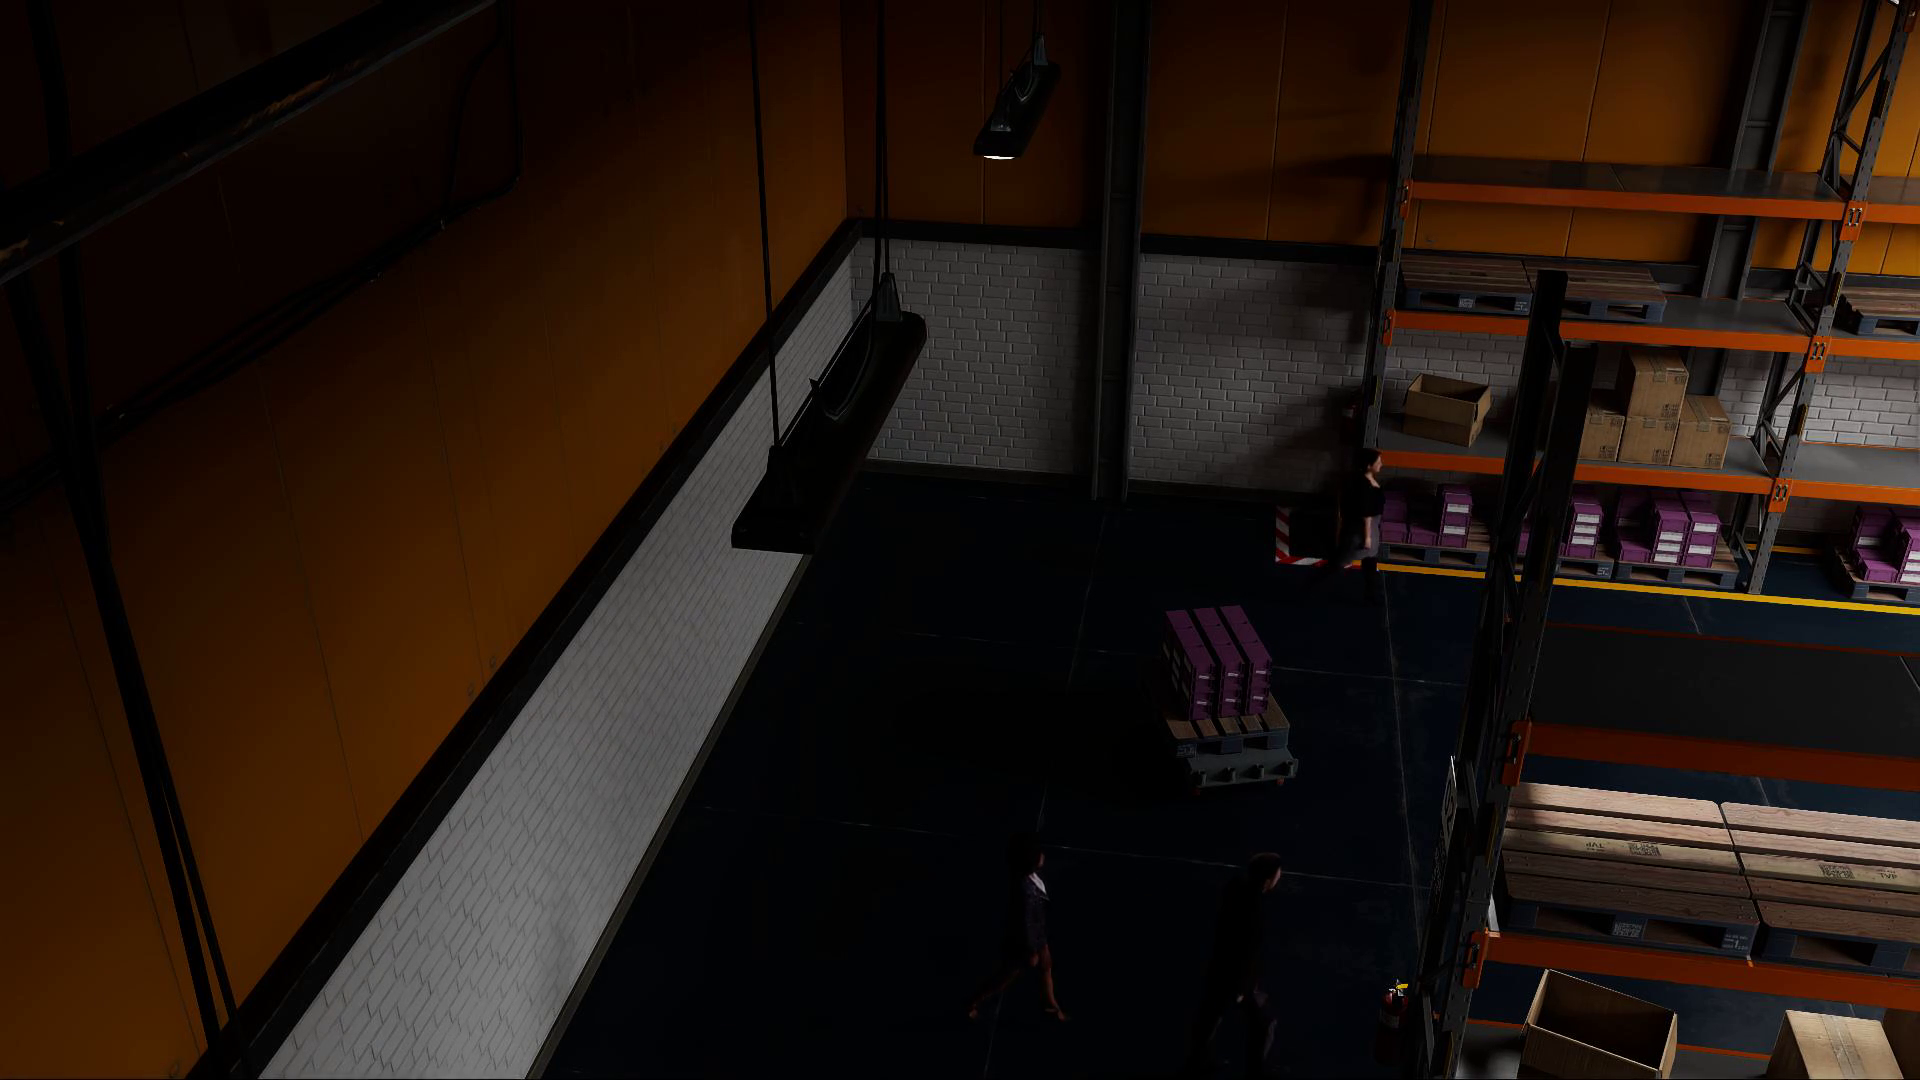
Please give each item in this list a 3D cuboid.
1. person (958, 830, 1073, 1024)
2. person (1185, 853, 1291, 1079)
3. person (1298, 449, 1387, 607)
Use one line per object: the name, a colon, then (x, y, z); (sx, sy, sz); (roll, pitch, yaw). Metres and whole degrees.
person: (0.338, 2.696, 11.325); (1.061, 1.664, 0.709); (2, 29, 4)
person: (1.713, 2.835, 10.849); (1.044, 1.877, 0.939); (-11, 30, -19)
person: (3.823, -0.081, 16.356); (1.104, 1.722, 0.700); (7, 29, 12)
